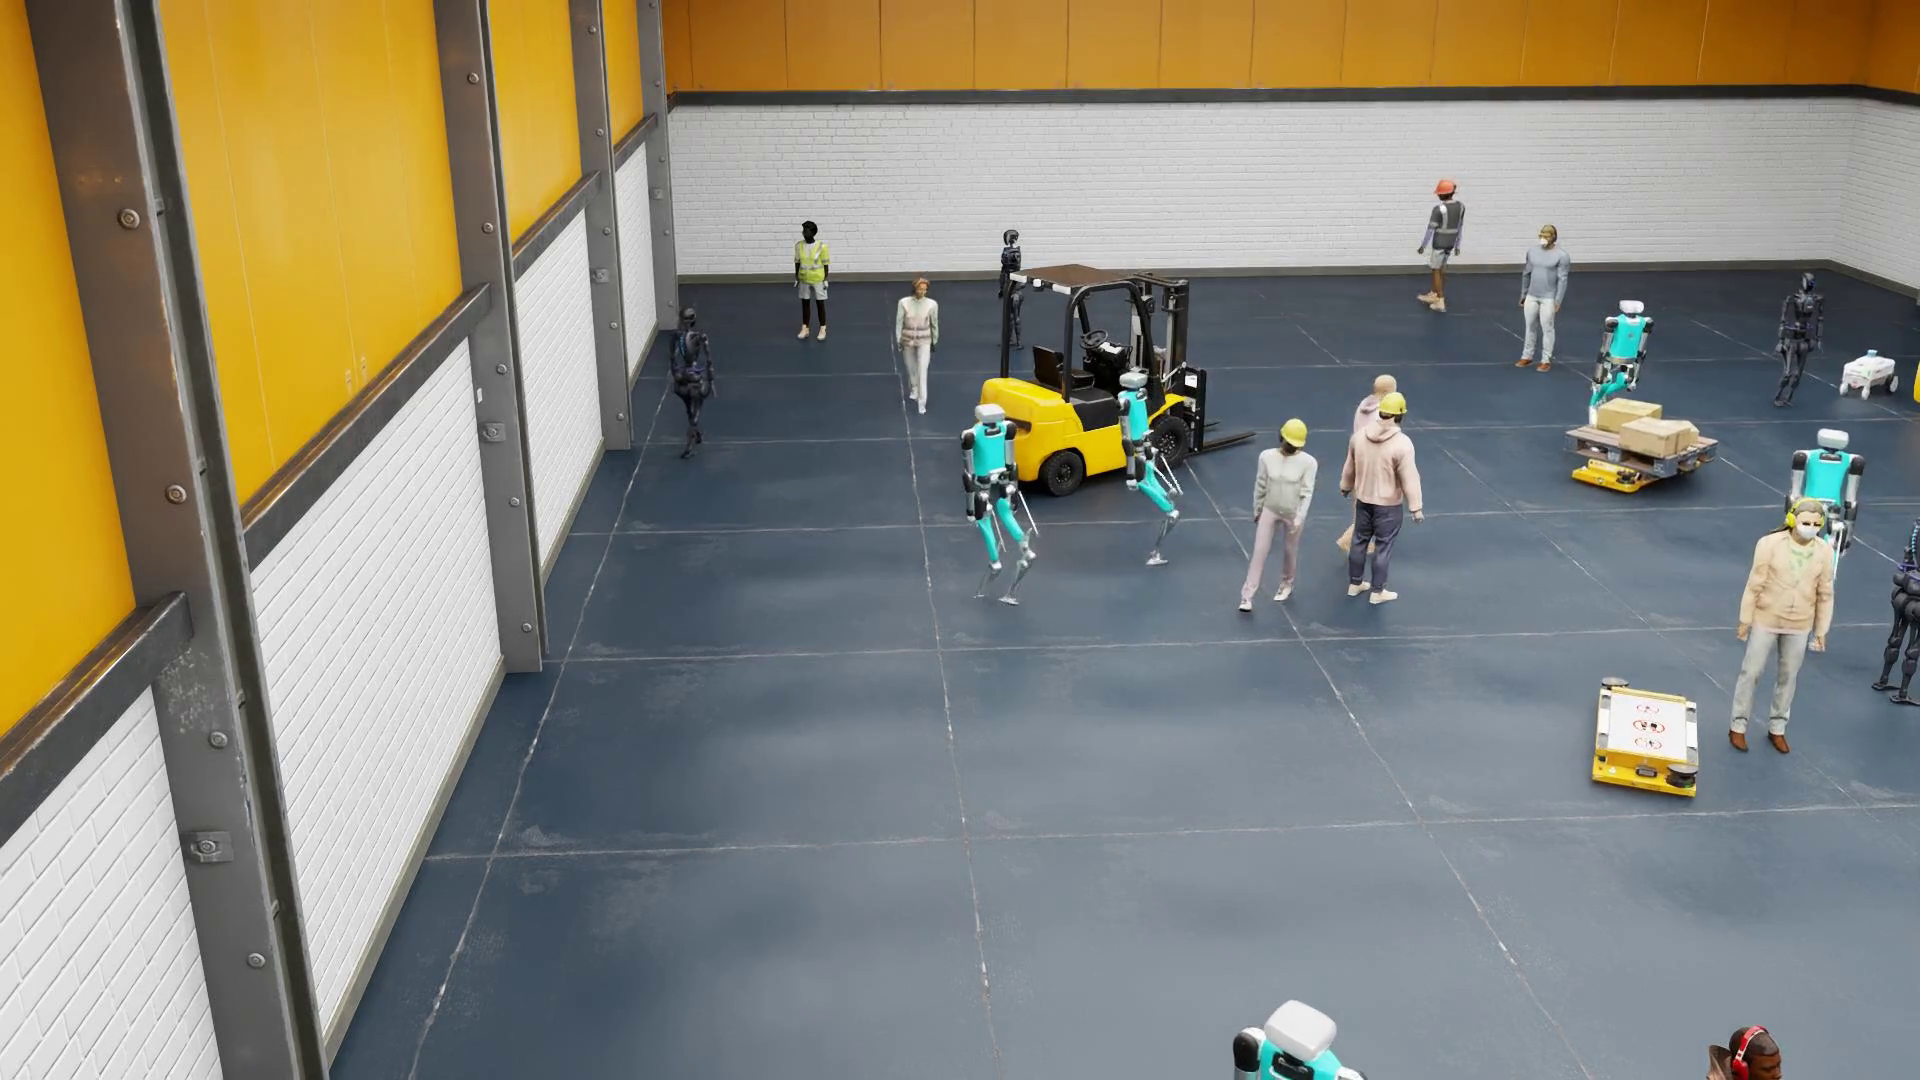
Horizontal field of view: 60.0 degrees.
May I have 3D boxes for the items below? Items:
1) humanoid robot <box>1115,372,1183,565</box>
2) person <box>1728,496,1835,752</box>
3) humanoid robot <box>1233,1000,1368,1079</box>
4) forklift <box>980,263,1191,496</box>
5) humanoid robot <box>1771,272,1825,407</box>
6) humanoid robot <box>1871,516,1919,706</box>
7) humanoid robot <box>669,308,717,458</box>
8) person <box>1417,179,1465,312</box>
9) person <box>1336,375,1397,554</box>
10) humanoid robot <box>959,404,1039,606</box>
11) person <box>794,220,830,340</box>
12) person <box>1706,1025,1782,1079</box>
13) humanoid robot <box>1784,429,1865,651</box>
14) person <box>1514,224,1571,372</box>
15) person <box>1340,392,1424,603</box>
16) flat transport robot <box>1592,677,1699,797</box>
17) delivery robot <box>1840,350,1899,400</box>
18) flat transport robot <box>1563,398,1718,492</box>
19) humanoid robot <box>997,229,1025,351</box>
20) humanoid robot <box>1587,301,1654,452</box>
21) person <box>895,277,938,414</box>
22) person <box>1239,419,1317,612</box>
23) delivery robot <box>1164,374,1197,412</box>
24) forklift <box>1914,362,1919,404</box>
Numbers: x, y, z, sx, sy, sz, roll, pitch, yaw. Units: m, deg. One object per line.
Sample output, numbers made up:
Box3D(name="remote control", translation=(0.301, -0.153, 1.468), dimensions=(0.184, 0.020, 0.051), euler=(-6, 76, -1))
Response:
Box3D(name="humanoid robot", translation=(1.812, -0.618, 15.219), dimensions=(0.813, 1.792, 0.546), euler=(10, 22, 25))
Box3D(name="person", translation=(5.809, 0.582, 11.730), dimensions=(0.576, 1.871, 0.450), euler=(4, 20, 10))
Box3D(name="humanoid robot", translation=(1.154, 2.611, 6.326), dimensions=(0.555, 1.739, 0.933), euler=(14, 24, 33))
Box3D(name="forklift", translation=(1.315, -1.764, 17.646), dimensions=(2.313, 2.155, 1.214), euler=(-14, 24, -33))
Box3D(name="humanoid robot", translation=(10.196, -2.429, 20.200), dimensions=(0.588, 1.655, 0.331), euler=(-2, 20, -5))
Box3D(name="humanoid robot", translation=(7.200, 0.399, 12.476), dimensions=(0.315, 1.657, 0.599), euler=(0, 20, 0))
Box3D(name="humanoid robot", translation=(-2.949, -1.781, 18.487), dimensions=(0.584, 1.623, 0.779), euler=(9, 22, 23))
Box3D(name="person", translation=(7.288, -4.530, 25.458), dimensions=(0.627, 1.998, 0.775), euler=(-12, 23, -29))
Box3D(name="person", translation=(3.744, -0.648, 15.217), dimensions=(0.517, 1.767, 0.563), euler=(-6, 21, -15))
Box3D(name="humanoid robot", translation=(0.348, -0.241, 14.194), dimensions=(0.568, 1.811, 0.750), euler=(-12, 23, -29))
Box3D(name="person", translation=(-2.103, -3.683, 23.581), dimensions=(0.539, 1.698, 0.317), euler=(7, 21, 17))
Box3D(name="person", translation=(2.986, 2.602, 6.526), dimensions=(0.466, 1.651, 0.332), euler=(-3, 20, -8))
Box3D(name="humanoid robot", translation=(6.921, 0.054, 13.401), dimensions=(0.530, 1.803, 0.753), euler=(6, 21, 17))
Box3D(name="person", translation=(7.672, -3.195, 21.914), dimensions=(0.348, 1.936, 0.633), euler=(-16, 26, -37))
Box3D(name="person", translation=(3.599, -0.355, 14.297), dimensions=(0.436, 1.856, 0.814), euler=(-17, 26, -39))
Box3D(name="flat transport robot", translation=(4.882, 1.389, 11.842), dimensions=(0.659, 0.231, 1.431), euler=(8, 22, 20))
Box3D(name="delivery robot", translation=(11.427, -2.079, 20.906), dimensions=(0.818, 0.614, 0.499), euler=(-15, 25, -35))
Box3D(name="flat transport robot", translation=(7.254, -0.804, 17.819), dimensions=(1.431, 0.231, 0.659), euler=(-15, 25, -36))
Box3D(name="humanoid robot", translation=(0.717, -3.465, 23.004), dimensions=(0.315, 1.657, 0.599), euler=(-8, 22, -20))
Box3D(name="humanoid robot", translation=(7.242, -1.850, 18.529), dimensions=(0.535, 1.757, 0.806), euler=(-1, 20, -4))
Box3D(name="person", translation=(-0.522, -2.398, 20.276), dimensions=(0.508, 1.608, 0.801), euler=(2, 20, 5))
Box3D(name="person", translation=(2.716, -0.202, 14.092), dimensions=(0.532, 1.711, 0.875), euler=(9, 22, 22))
Box3D(name="delivery robot", translation=(2.533, -1.784, 20.062), dimensions=(0.754, 0.586, 0.524), euler=(-3, 20, -8))
Box3D(name="forklift", translation=(12.602, -2.435, 19.475), dimensions=(2.313, 2.155, 1.214), euler=(-1, 20, -4))
